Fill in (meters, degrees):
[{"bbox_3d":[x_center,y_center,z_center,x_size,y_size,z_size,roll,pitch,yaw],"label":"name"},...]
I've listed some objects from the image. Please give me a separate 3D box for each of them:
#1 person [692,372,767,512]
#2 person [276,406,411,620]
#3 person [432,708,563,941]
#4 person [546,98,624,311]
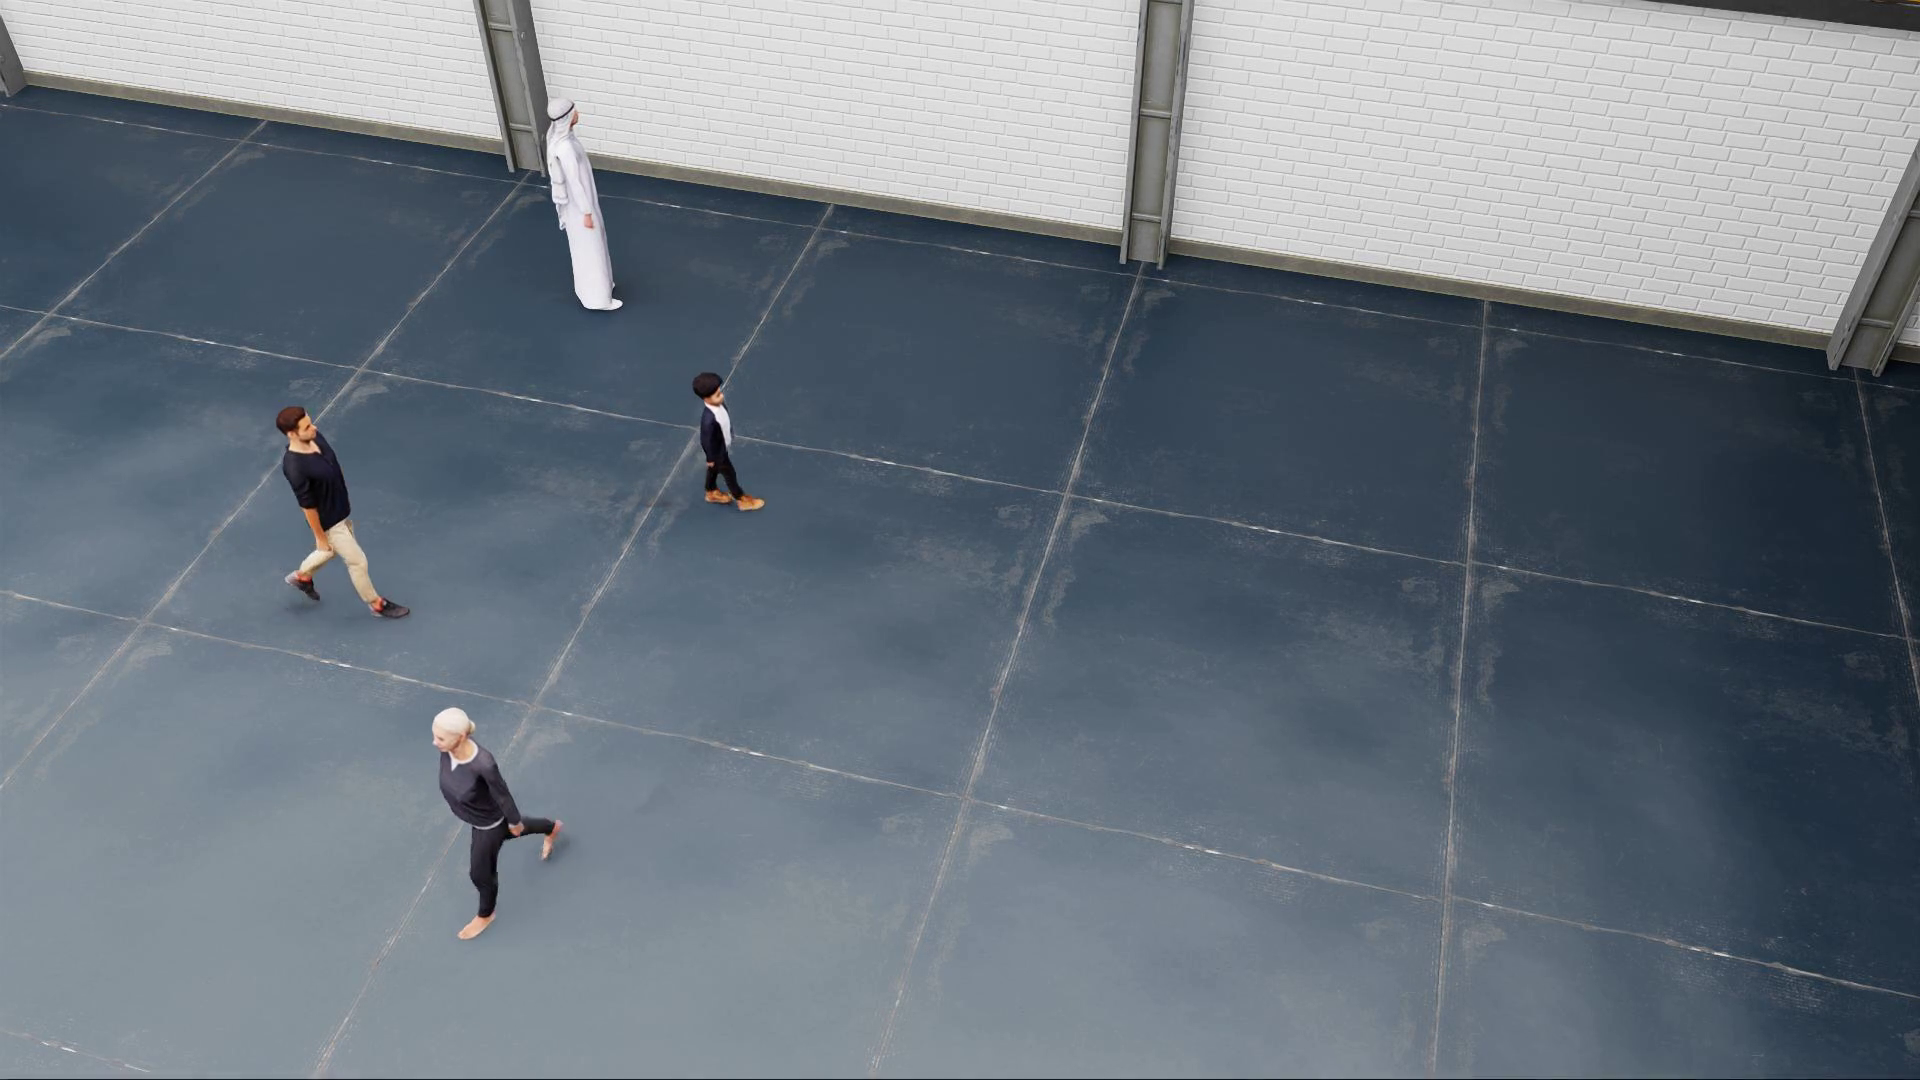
[{"bbox_3d":[-1.842,-0.725,12.207,0.735,1.213,0.568,4,44,4],"label":"person"},{"bbox_3d":[-4.305,-0.165,11.170,1.149,1.833,0.850,-1,44,-1],"label":"person"},{"bbox_3d":[-2.660,1.489,9.538,1.135,1.688,1.014,33,53,30],"label":"person"},{"bbox_3d":[-3.181,-2.805,13.873,0.833,1.927,0.798,-15,46,-15],"label":"person"}]
